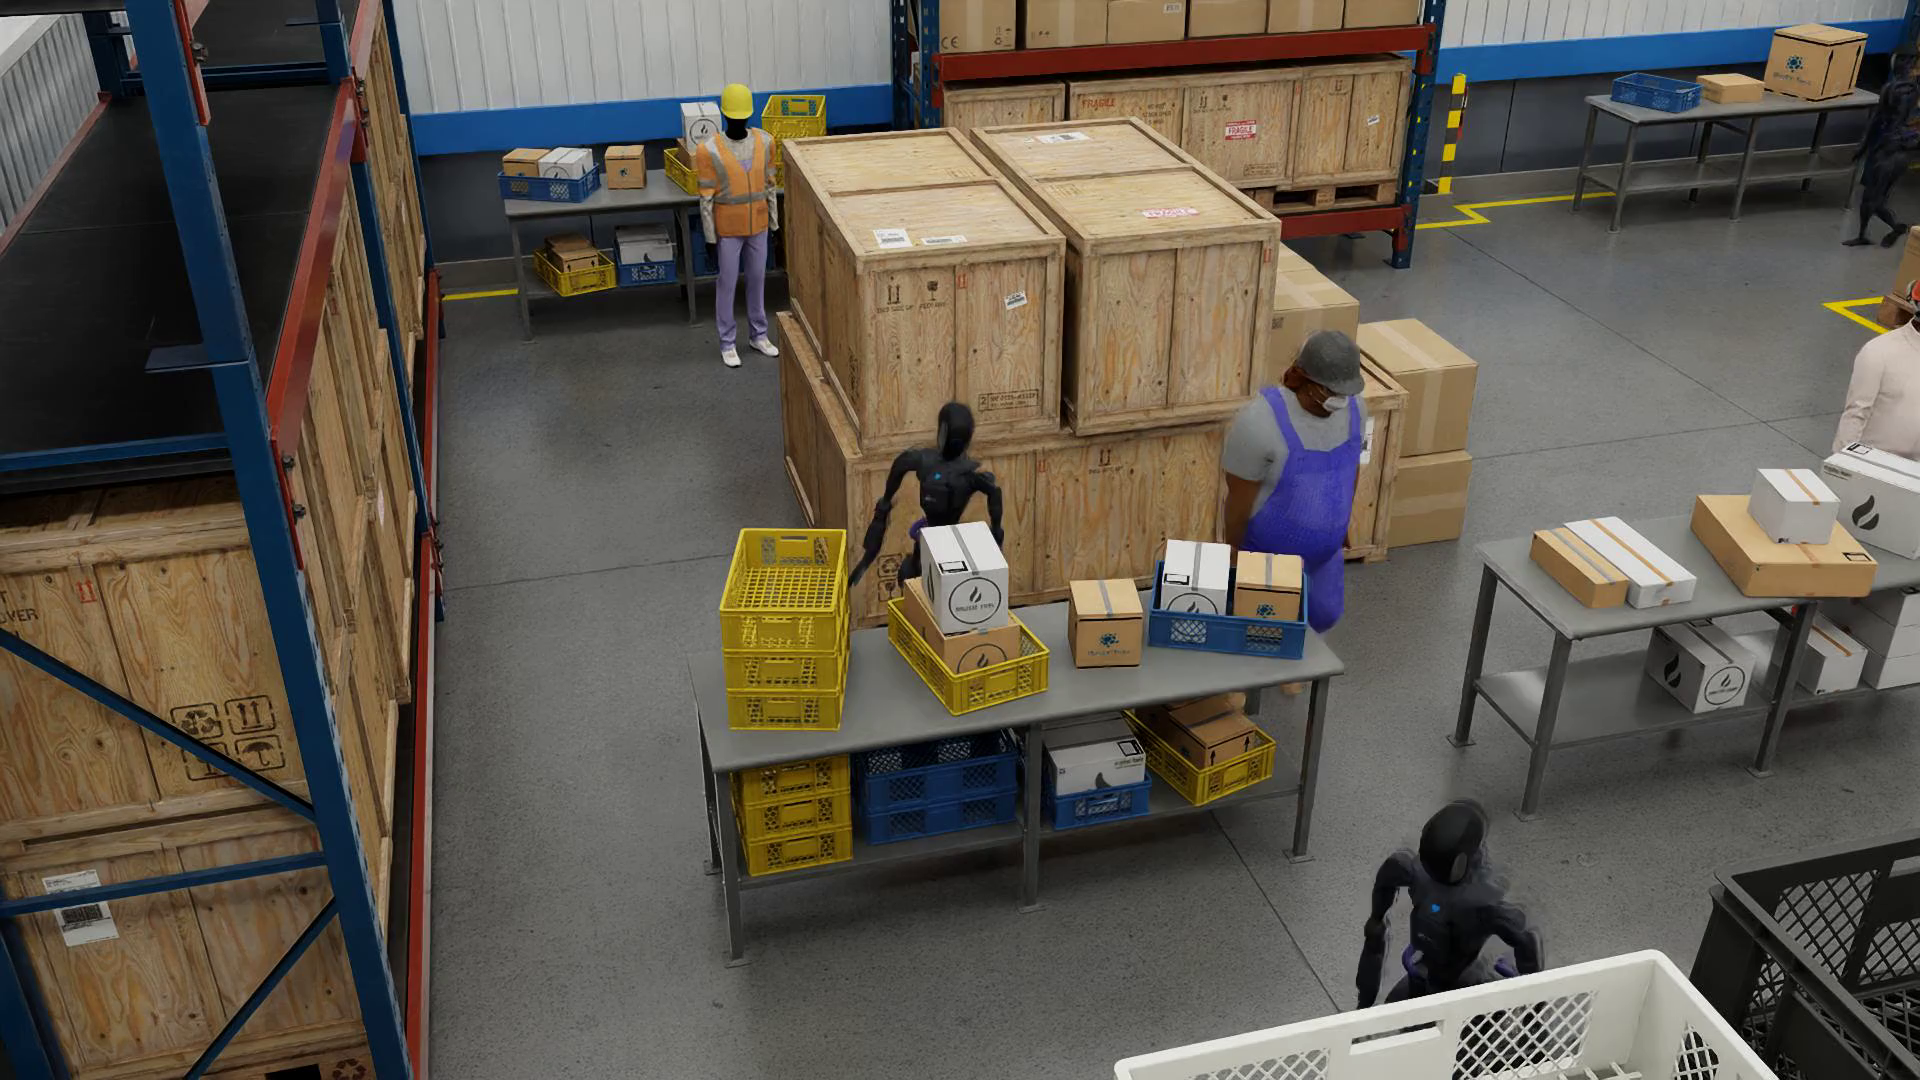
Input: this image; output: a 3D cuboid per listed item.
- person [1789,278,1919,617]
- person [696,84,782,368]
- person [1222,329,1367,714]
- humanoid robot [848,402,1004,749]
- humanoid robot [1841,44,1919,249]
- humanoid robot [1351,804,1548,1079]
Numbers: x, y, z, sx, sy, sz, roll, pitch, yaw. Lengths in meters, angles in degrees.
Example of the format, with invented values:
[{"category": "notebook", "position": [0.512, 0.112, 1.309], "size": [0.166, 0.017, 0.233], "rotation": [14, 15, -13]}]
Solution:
[{"category": "person", "position": [4.477, -0.382, 8.037], "size": [0.618, 1.987, 0.402], "rotation": [-8, 30, -15]}, {"category": "person", "position": [-1.468, -2.129, 11.266], "size": [0.589, 1.923, 0.379], "rotation": [-19, 34, -30]}, {"category": "person", "position": [1.468, -0.076, 7.421], "size": [0.714, 2.000, 0.630], "rotation": [-12, 31, -20]}, {"category": "humanoid robot", "position": [-0.125, 0.124, 7.444], "size": [0.698, 1.644, 0.479], "rotation": [15, 32, 25]}, {"category": "humanoid robot", "position": [7.483, -3.136, 13.357], "size": [0.516, 1.632, 0.623], "rotation": [3, 29, 5]}, {"category": "humanoid robot", "position": [1.511, 1.465, 5.050], "size": [0.623, 1.637, 0.638], "rotation": [-21, 35, -33]}]
